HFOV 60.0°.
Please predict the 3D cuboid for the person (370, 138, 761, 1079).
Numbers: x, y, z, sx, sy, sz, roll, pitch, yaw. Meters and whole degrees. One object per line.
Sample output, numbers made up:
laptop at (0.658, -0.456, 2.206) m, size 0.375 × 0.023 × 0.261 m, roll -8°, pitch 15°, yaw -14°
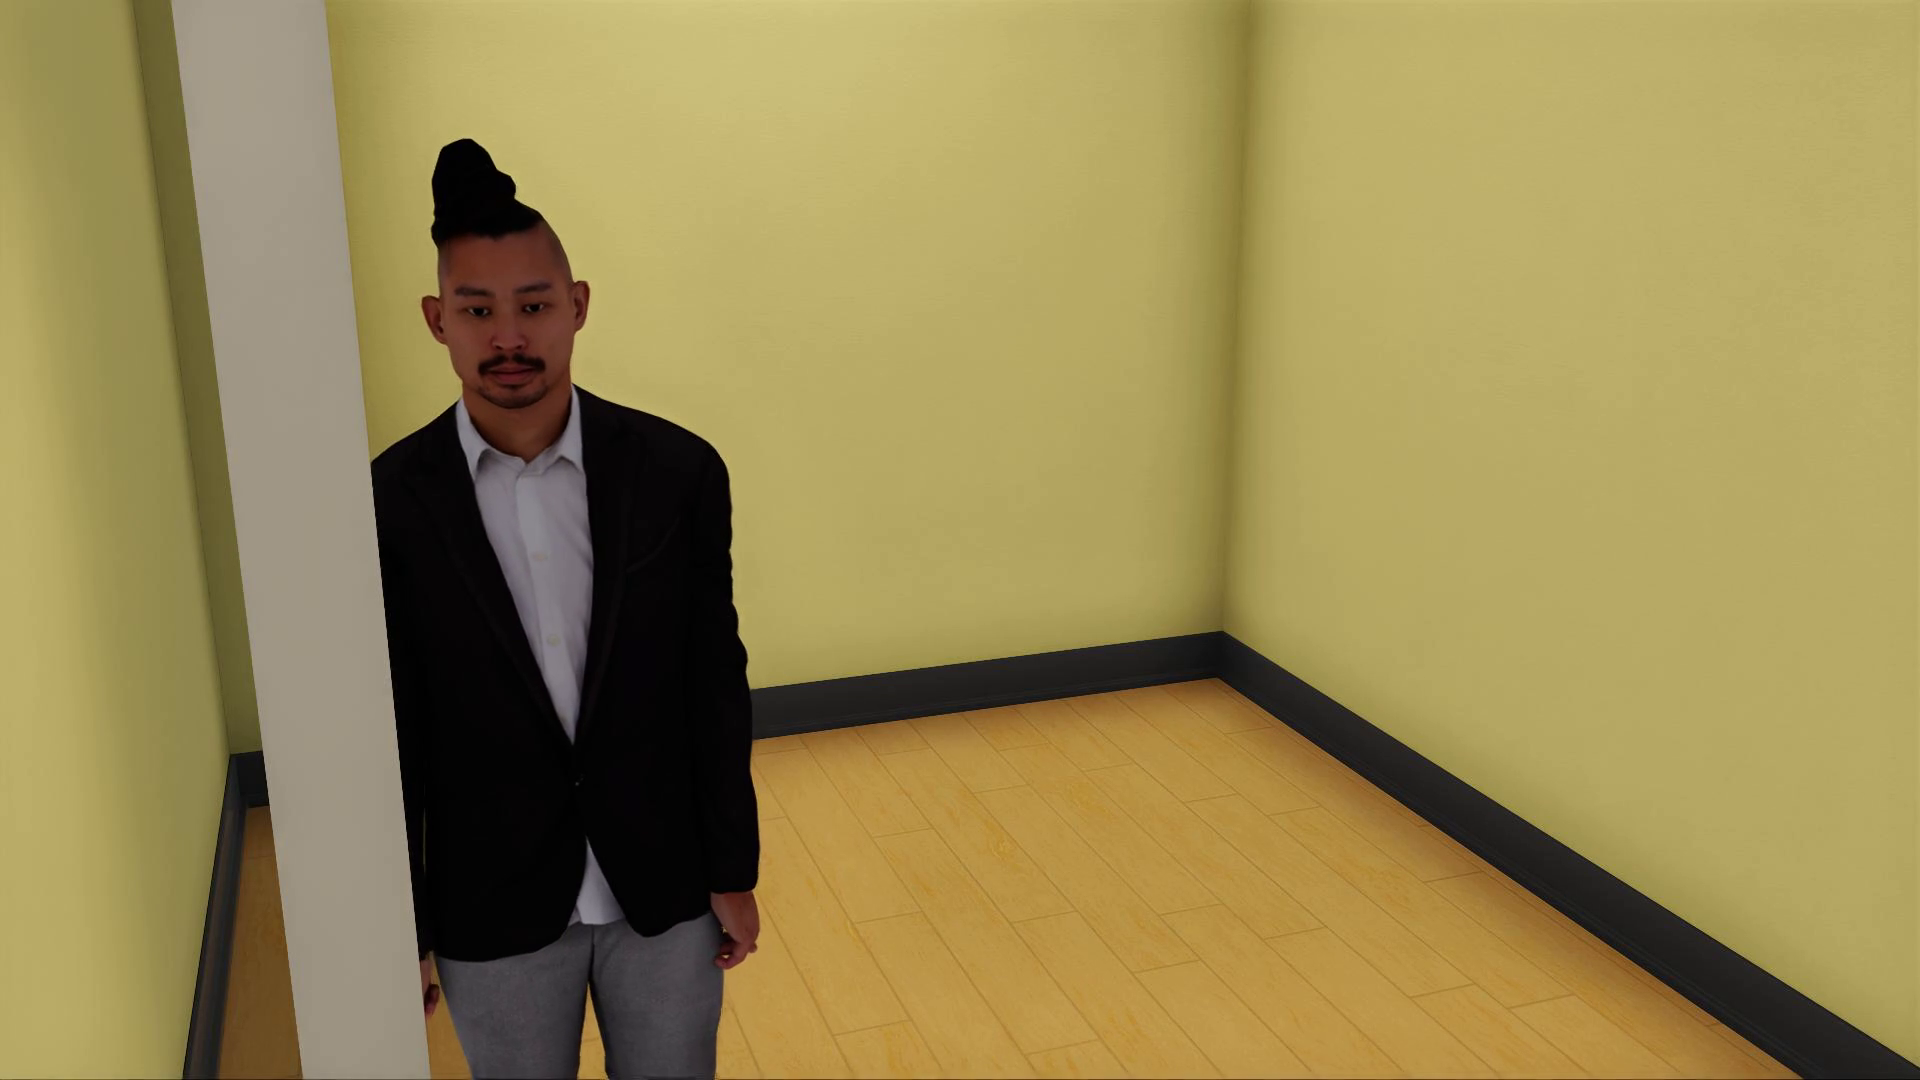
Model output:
person at (-0.555, 0.432, 2.347) m, size 0.517 × 1.951 × 0.756 m, roll -5°, pitch 17°, yaw -19°
